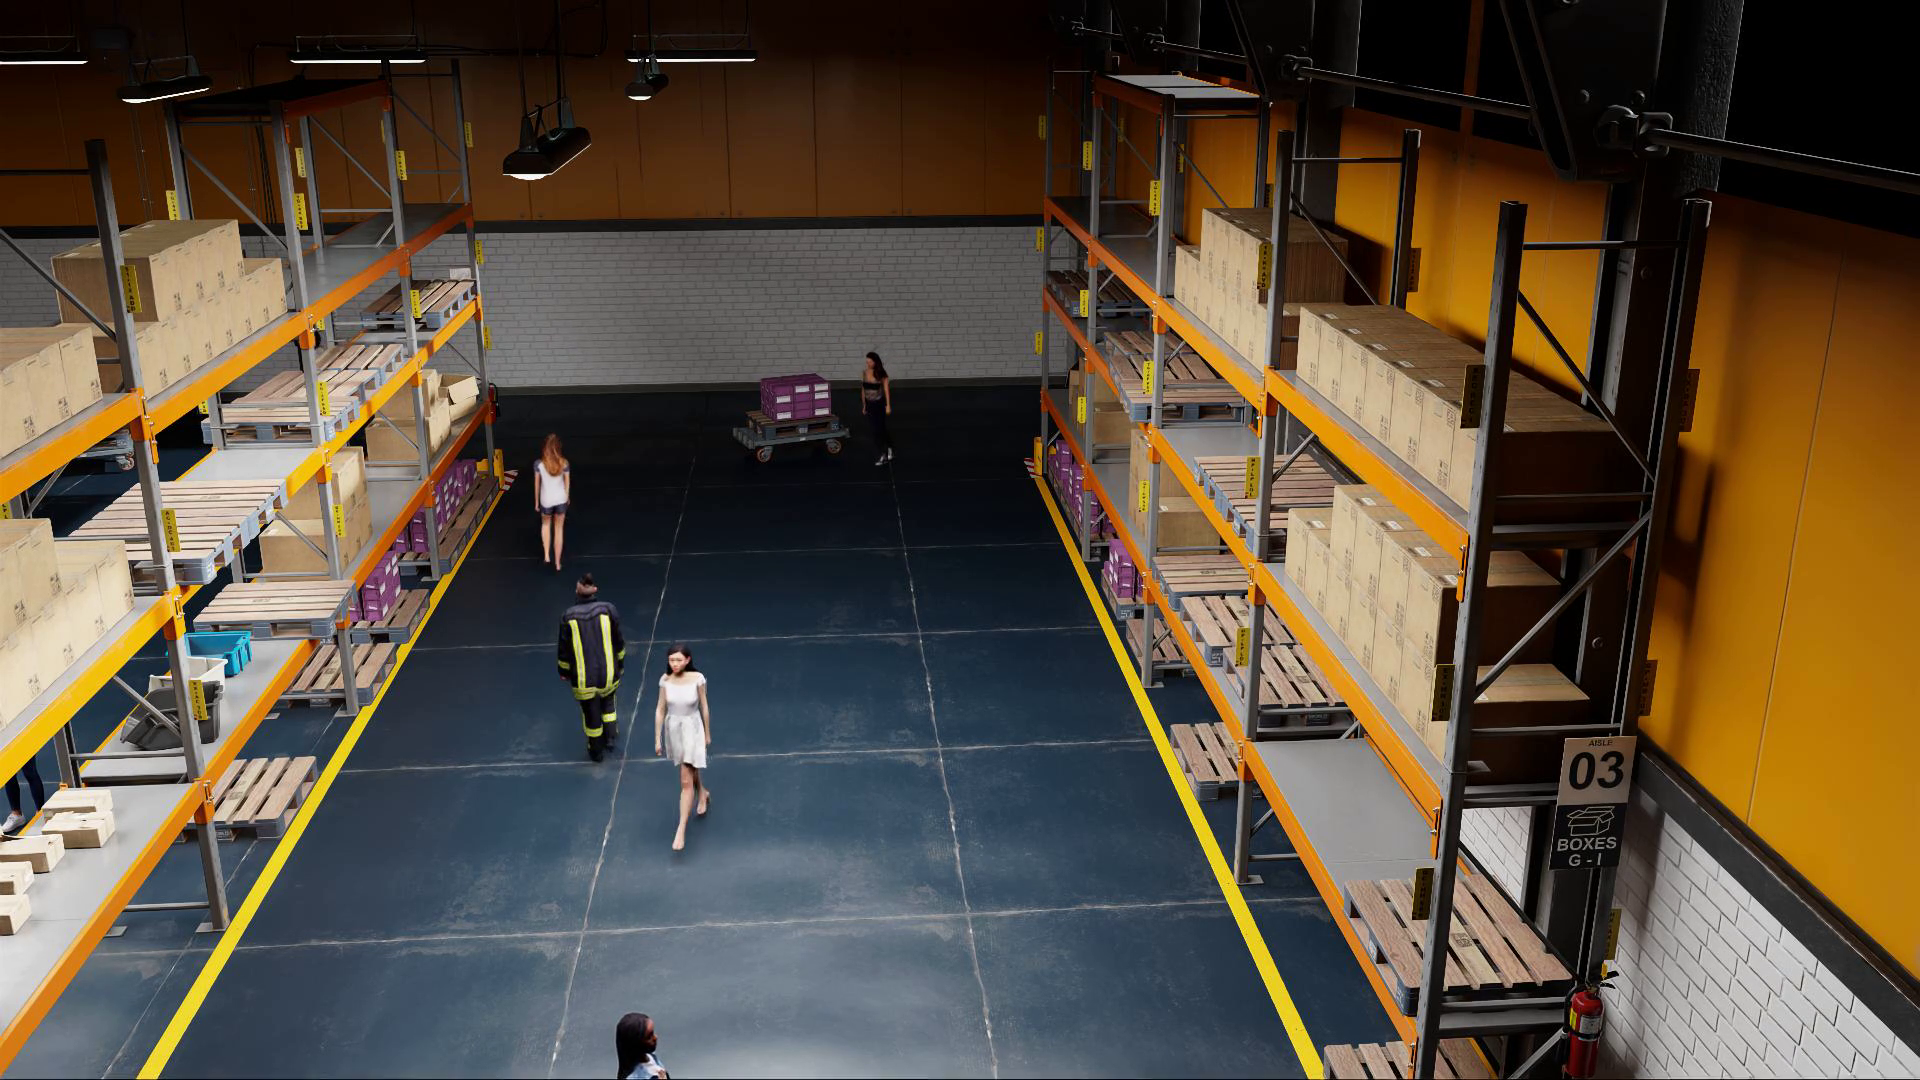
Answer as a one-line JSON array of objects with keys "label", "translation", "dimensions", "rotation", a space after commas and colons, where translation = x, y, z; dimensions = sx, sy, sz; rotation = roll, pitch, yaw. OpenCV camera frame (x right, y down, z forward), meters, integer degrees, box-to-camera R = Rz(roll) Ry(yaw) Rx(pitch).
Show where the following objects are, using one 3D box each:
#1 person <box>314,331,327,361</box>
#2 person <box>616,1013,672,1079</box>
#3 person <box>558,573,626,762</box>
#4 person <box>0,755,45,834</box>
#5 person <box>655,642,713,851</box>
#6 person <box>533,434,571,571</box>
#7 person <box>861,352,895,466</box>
[{"label": "person", "translation": [-10.076, -2.424, 26.373], "dimensions": [1.033, 1.763, 1.142], "rotation": [8, 20, 23]}, {"label": "person", "translation": [-1.749, 3.374, 9.236], "dimensions": [0.665, 1.713, 0.442], "rotation": [-2, 19, -6]}, {"label": "person", "translation": [-3.399, 1.199, 15.481], "dimensions": [0.887, 1.848, 0.883], "rotation": [-8, 20, -23]}, {"label": "person", "translation": [-8.107, 1.665, 14.214], "dimensions": [0.612, 1.774, 0.543], "rotation": [1, 19, 2]}, {"label": "person", "translation": [-2.336, 1.691, 14.233], "dimensions": [0.763, 1.713, 1.237], "rotation": [2, 19, 5]}, {"label": "person", "translation": [-5.013, -0.438, 20.573], "dimensions": [0.654, 1.700, 0.675], "rotation": [-5, 19, -14]}, {"label": "person", "translation": [-1.237, -2.002, 25.153], "dimensions": [0.793, 1.741, 0.865], "rotation": [8, 20, 22]}]
